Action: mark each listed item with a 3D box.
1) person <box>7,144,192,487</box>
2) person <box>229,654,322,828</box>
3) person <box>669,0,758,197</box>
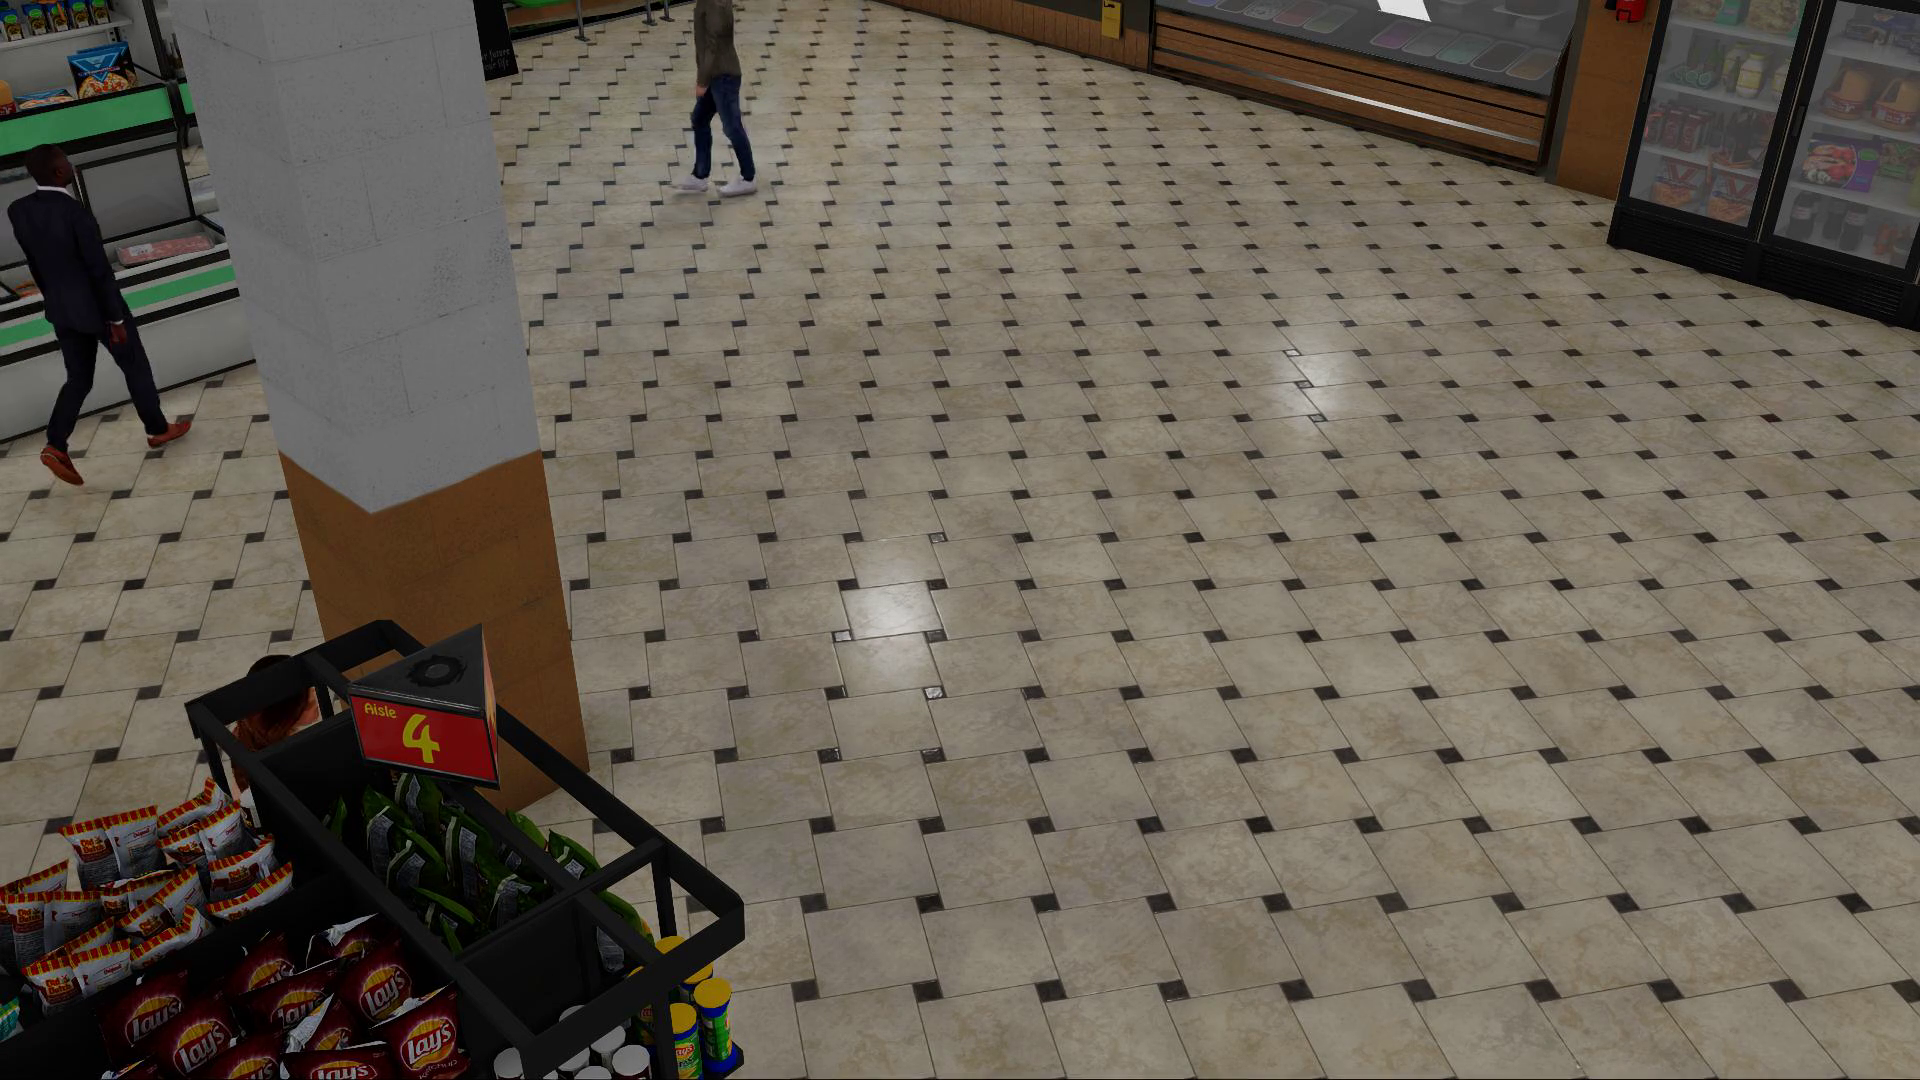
[{"bbox_3d":[-4.646,-1.158,8.752,1.020,1.793,1.246,10,33,16],"label":"person"},{"bbox_3d":[-2.115,1.131,5.138,1.103,1.724,0.649,-27,41,-36],"label":"person"},{"bbox_3d":[-1.702,-3.461,12.407,1.053,1.843,0.954,-9,33,-14],"label":"person"}]
